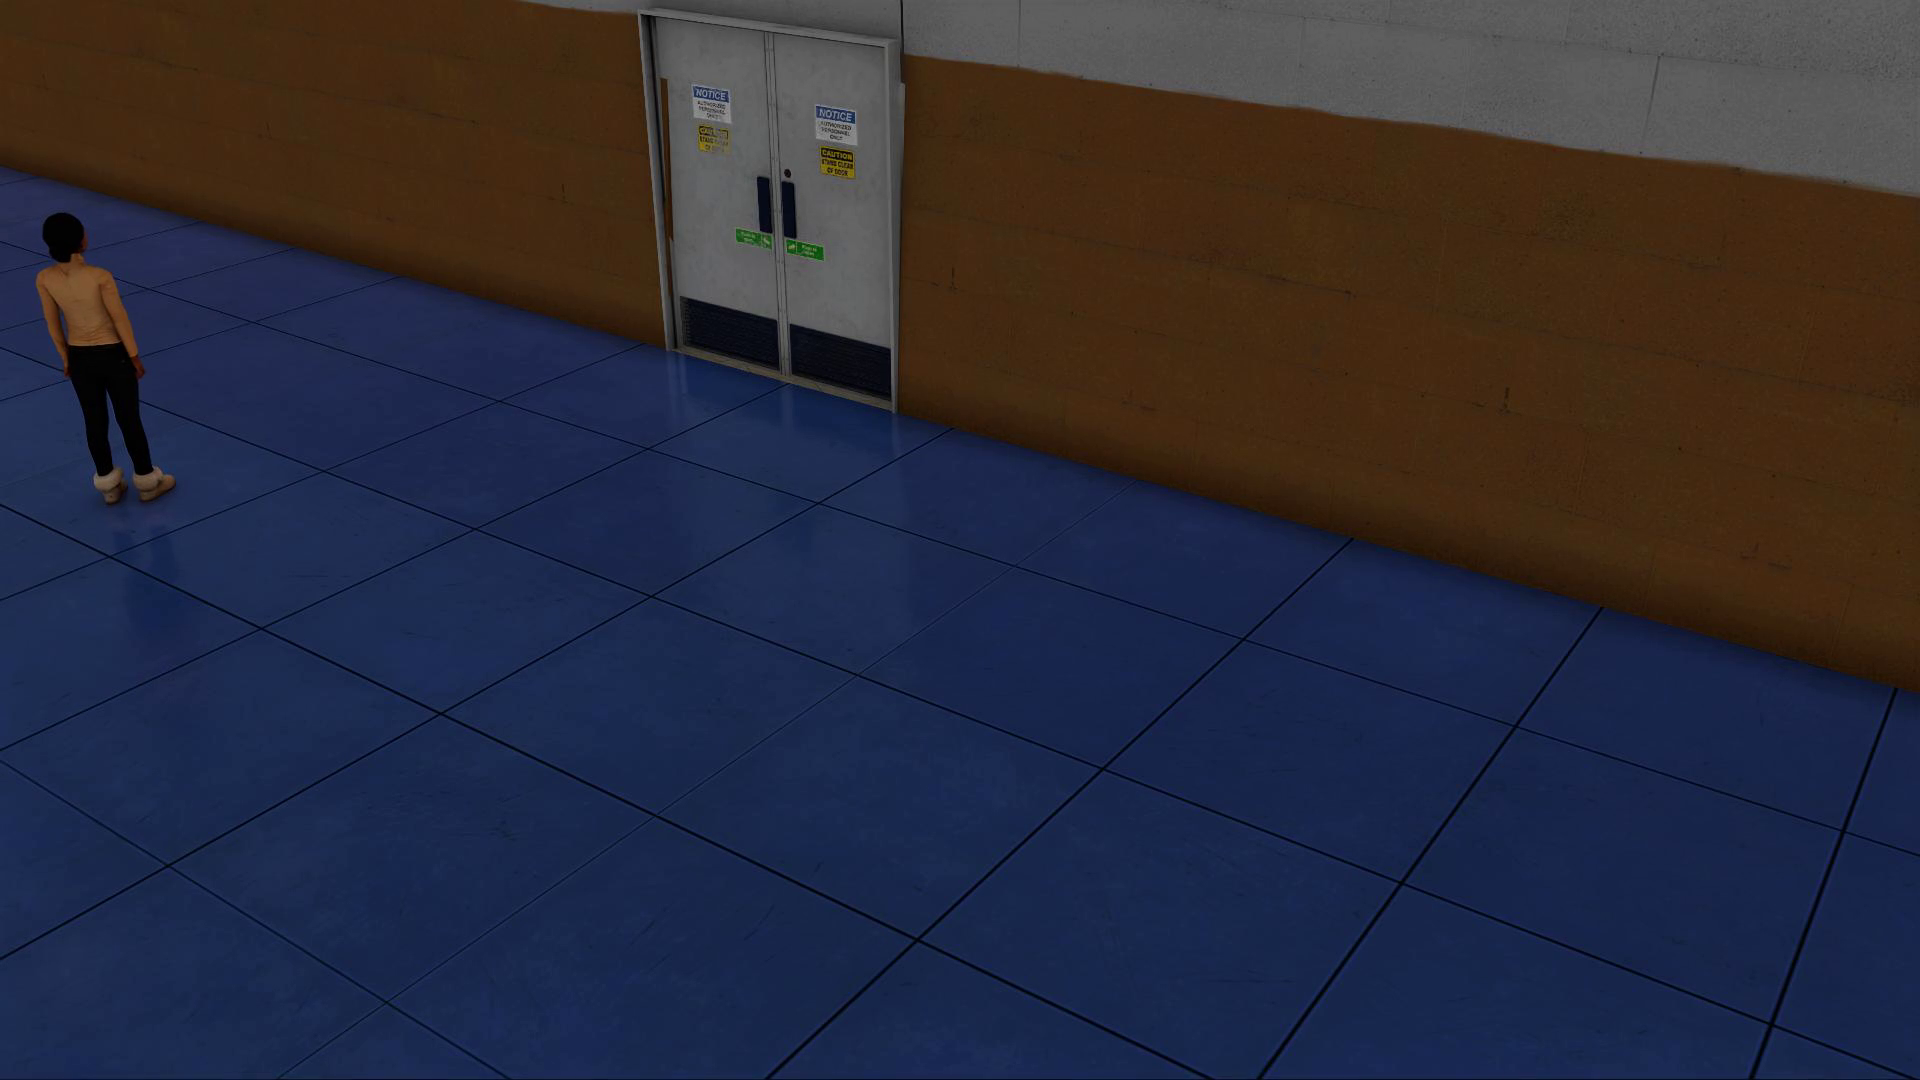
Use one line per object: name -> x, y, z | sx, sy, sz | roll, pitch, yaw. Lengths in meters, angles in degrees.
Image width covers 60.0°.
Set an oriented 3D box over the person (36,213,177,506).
person -> -4.728, -0.991, 9.128 | 0.691, 1.660, 0.740 | -2, 27, -4
